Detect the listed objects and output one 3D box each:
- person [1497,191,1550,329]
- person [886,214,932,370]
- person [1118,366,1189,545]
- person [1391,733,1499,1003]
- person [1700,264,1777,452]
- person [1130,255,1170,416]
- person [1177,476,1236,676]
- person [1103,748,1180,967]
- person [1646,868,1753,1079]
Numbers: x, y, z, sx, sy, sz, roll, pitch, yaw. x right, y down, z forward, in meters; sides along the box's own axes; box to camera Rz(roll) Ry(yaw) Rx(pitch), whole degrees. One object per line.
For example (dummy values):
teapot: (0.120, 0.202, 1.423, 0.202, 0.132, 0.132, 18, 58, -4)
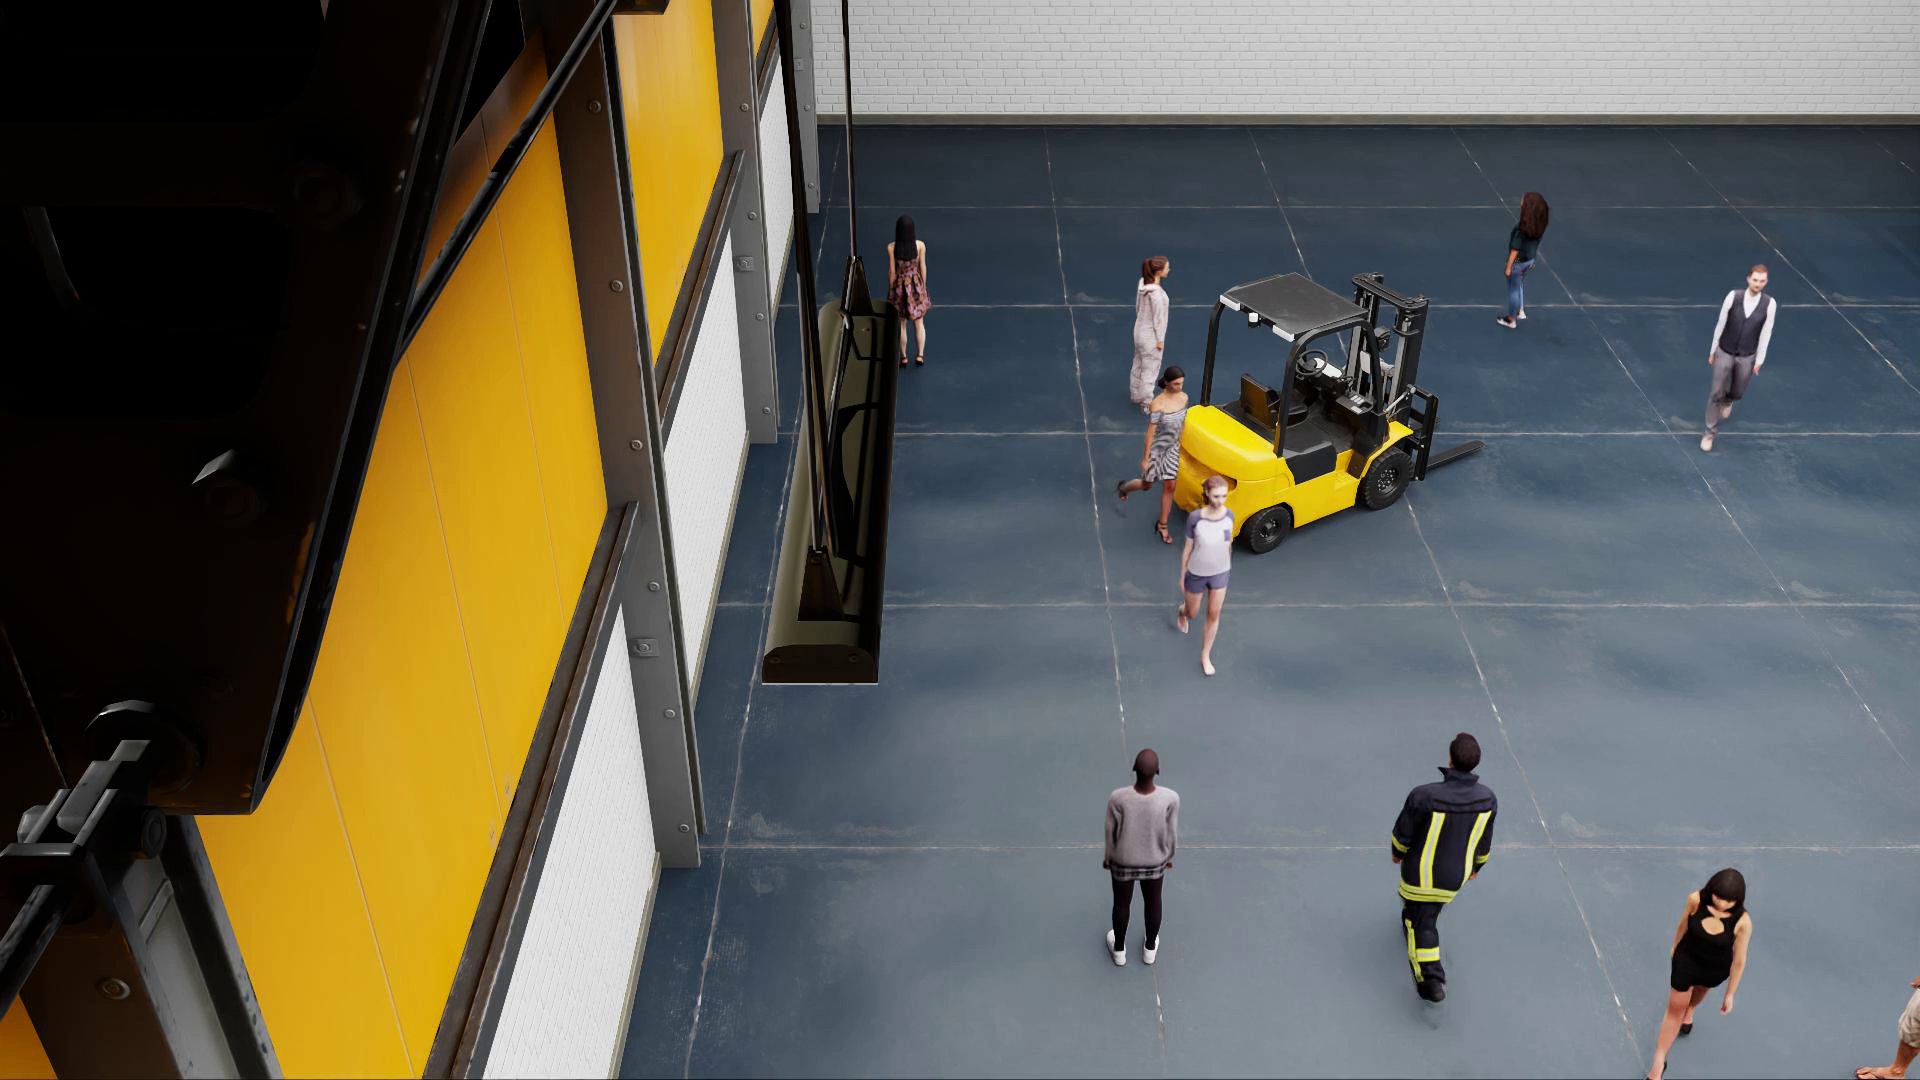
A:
person: (6.348, -3.101, 18.605, 0.721, 1.613, 0.772, -23, 40, -31)
person: (-0.563, -2.641, 17.768, 0.714, 1.774, 0.724, -6, 34, -9)
person: (1.756, -0.821, 15.012, 0.935, 1.794, 1.081, -20, 39, -27)
person: (3.043, 2.092, 10.536, 0.853, 1.898, 1.201, -4, 34, -6)
person: (7.690, -1.872, 16.484, 0.923, 1.913, 1.149, 13, 36, 19)
person: (1.928, -2.123, 17.062, 0.766, 1.692, 0.620, -11, 35, -16)
person: (1.980, 0.220, 13.481, 0.653, 1.754, 0.913, -5, 34, -8)
person: (1.152, 2.043, 10.722, 0.613, 1.771, 0.511, 0, 34, -1)
person: (4.545, 2.539, 10.137, 0.970, 1.594, 1.136, 19, 38, 26)
